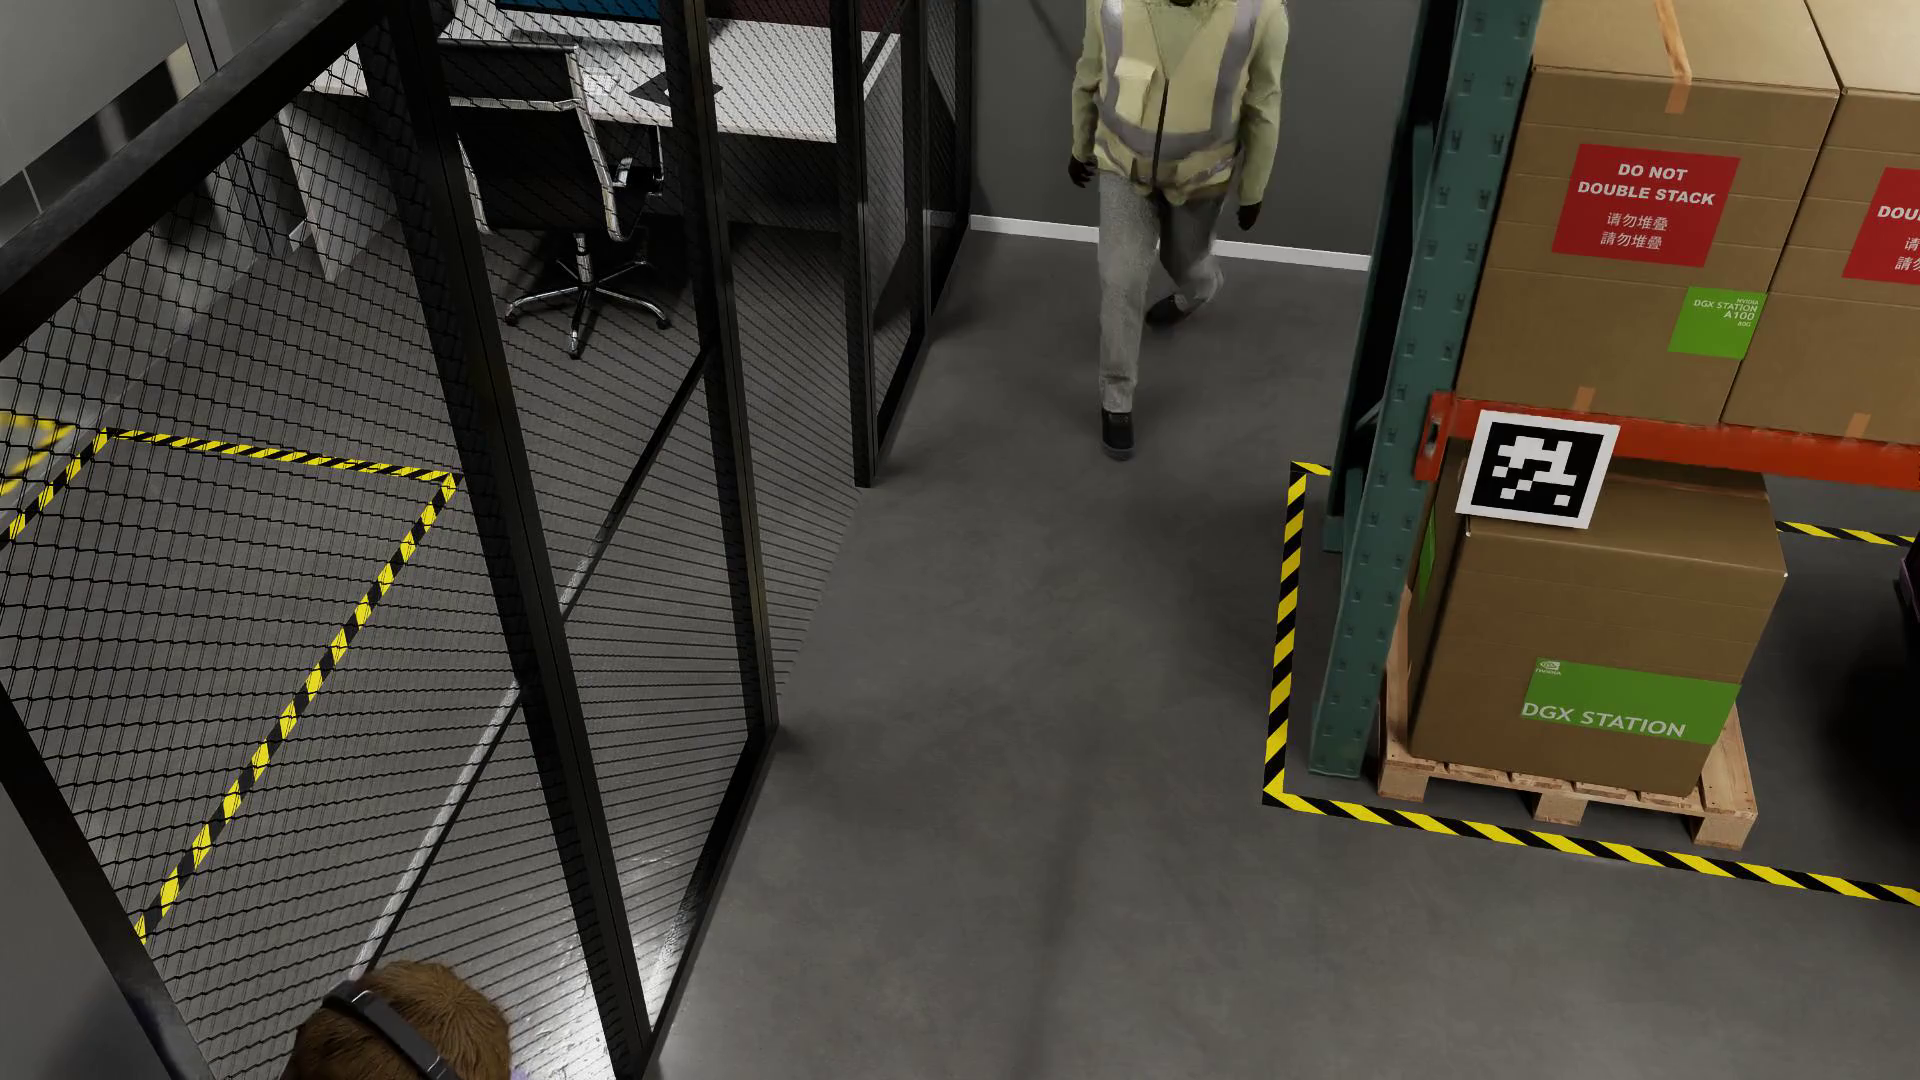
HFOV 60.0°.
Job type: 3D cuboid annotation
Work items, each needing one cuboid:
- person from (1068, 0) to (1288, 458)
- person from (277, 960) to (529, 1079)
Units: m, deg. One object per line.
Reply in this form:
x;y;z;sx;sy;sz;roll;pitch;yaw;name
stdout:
0.642;-1.187;4.987;0.627;1.787;0.827;10;42;11;person
-0.530;1.155;2.167;0.636;1.938;0.358;18;44;20;person
